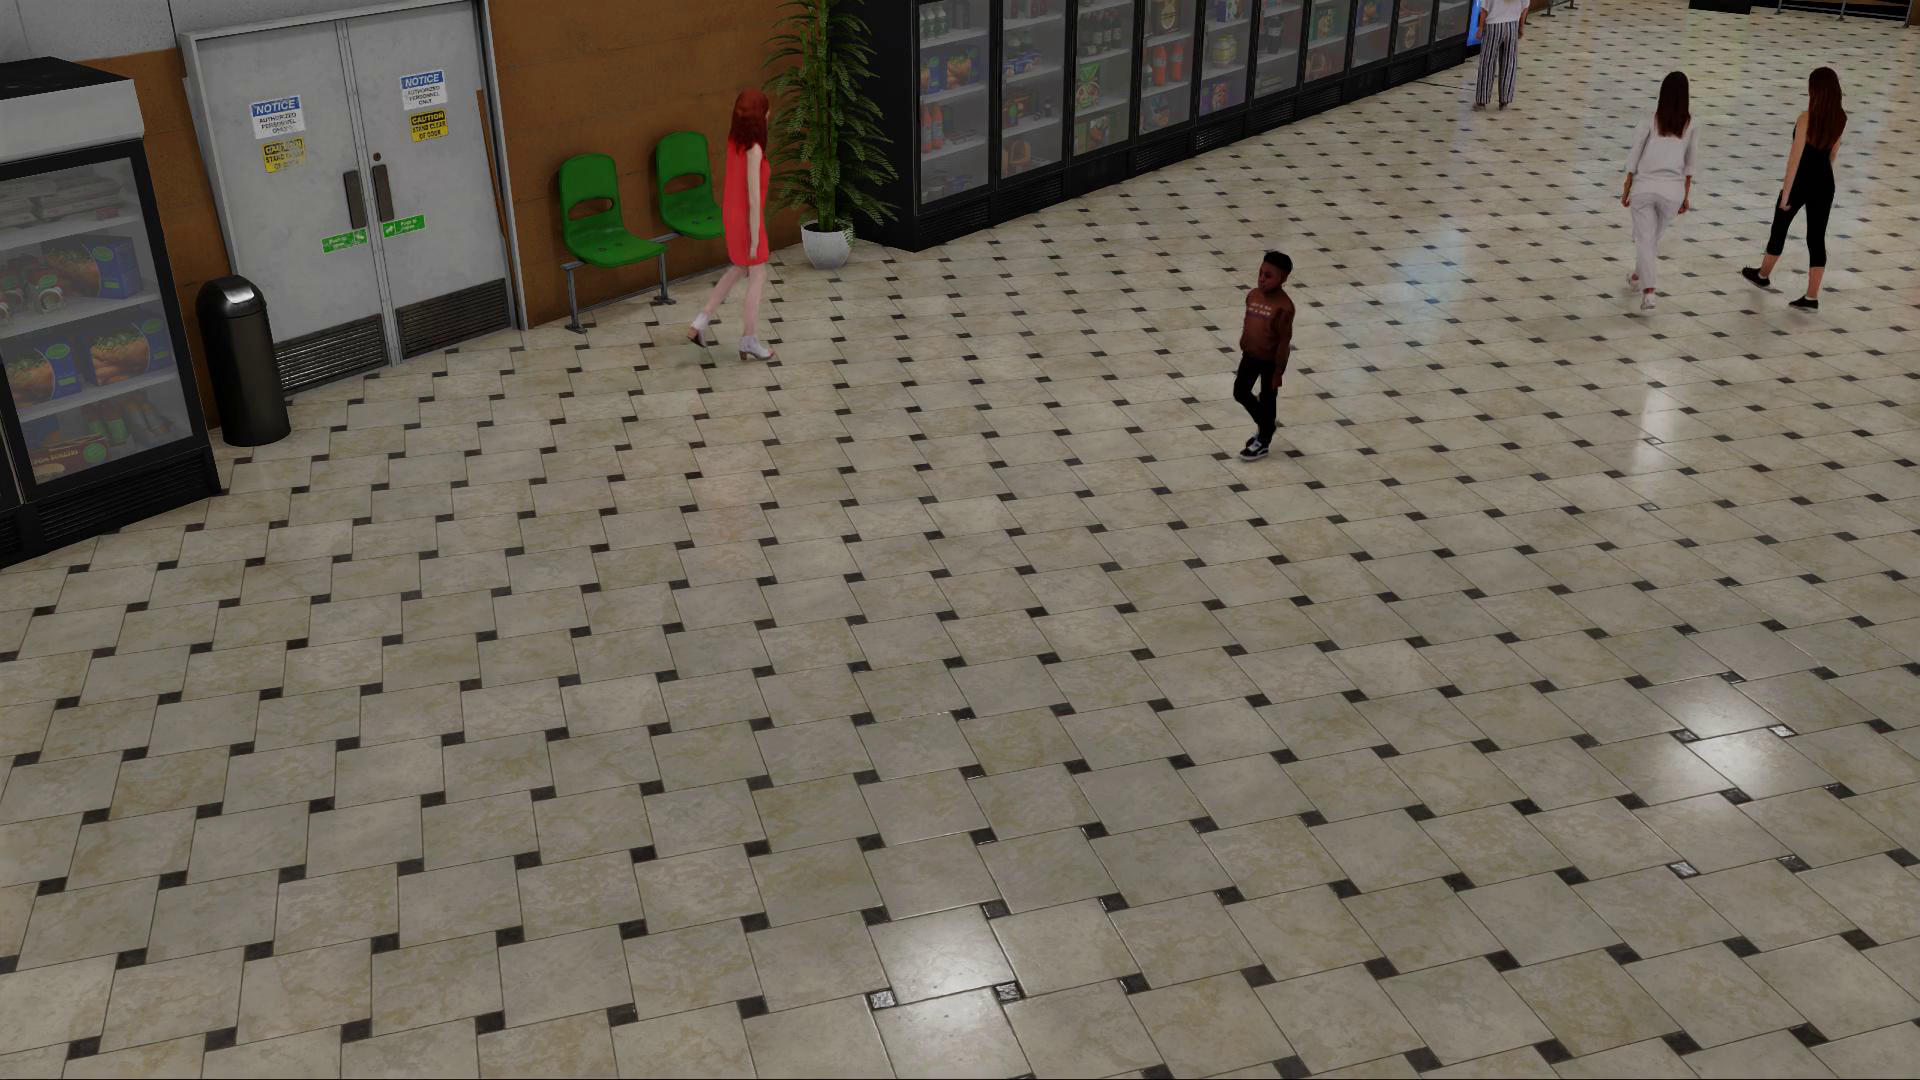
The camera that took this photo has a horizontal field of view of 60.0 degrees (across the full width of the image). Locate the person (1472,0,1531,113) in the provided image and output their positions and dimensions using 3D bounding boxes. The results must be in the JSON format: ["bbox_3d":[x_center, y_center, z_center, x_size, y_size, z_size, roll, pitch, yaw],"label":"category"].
[{"bbox_3d":[5.769,-5.439,17.724,0.765,1.684,0.846,1,27,1],"label":"person"}]

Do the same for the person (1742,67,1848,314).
[{"bbox_3d":[6.070,-2.430,11.806,1.071,1.672,1.154,-3,27,-7],"label":"person"}]

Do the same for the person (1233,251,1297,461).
[{"bbox_3d":[1.804,-1.068,9.587,0.640,1.250,0.527,-19,32,-33],"label":"person"}]

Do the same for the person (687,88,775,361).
[{"bbox_3d":[-1.468,-2.010,10.832,0.854,1.803,0.886,-16,31,-29],"label":"person"}]

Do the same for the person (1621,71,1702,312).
[{"bbox_3d":[4.973,-2.434,11.838,1.130,1.649,1.073,3,27,7],"label":"person"}]
